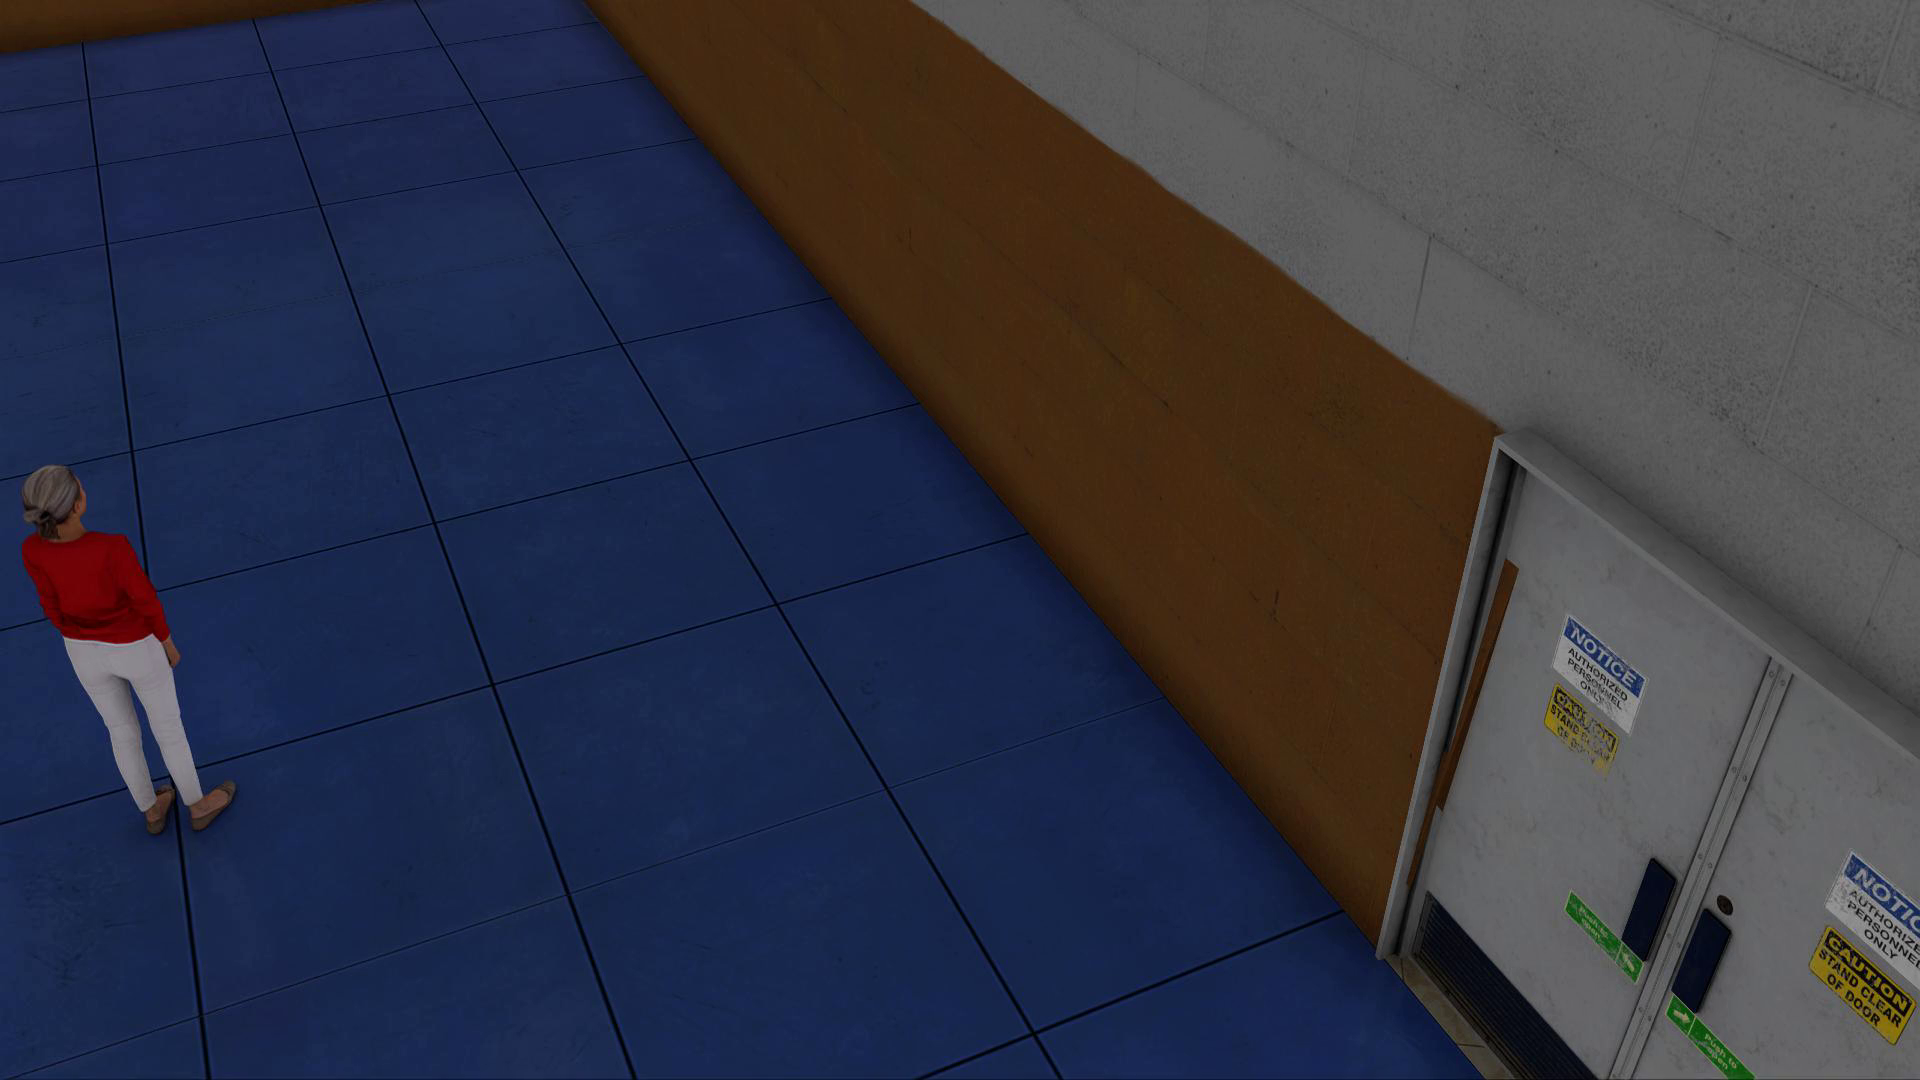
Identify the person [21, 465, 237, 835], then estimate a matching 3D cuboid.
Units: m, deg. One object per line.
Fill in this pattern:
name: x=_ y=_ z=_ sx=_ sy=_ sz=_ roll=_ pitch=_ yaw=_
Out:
person: x=-3.156 y=0.430 z=6.237 sx=0.580 sy=1.693 sz=0.689 roll=-1 pitch=37 yaw=-2
